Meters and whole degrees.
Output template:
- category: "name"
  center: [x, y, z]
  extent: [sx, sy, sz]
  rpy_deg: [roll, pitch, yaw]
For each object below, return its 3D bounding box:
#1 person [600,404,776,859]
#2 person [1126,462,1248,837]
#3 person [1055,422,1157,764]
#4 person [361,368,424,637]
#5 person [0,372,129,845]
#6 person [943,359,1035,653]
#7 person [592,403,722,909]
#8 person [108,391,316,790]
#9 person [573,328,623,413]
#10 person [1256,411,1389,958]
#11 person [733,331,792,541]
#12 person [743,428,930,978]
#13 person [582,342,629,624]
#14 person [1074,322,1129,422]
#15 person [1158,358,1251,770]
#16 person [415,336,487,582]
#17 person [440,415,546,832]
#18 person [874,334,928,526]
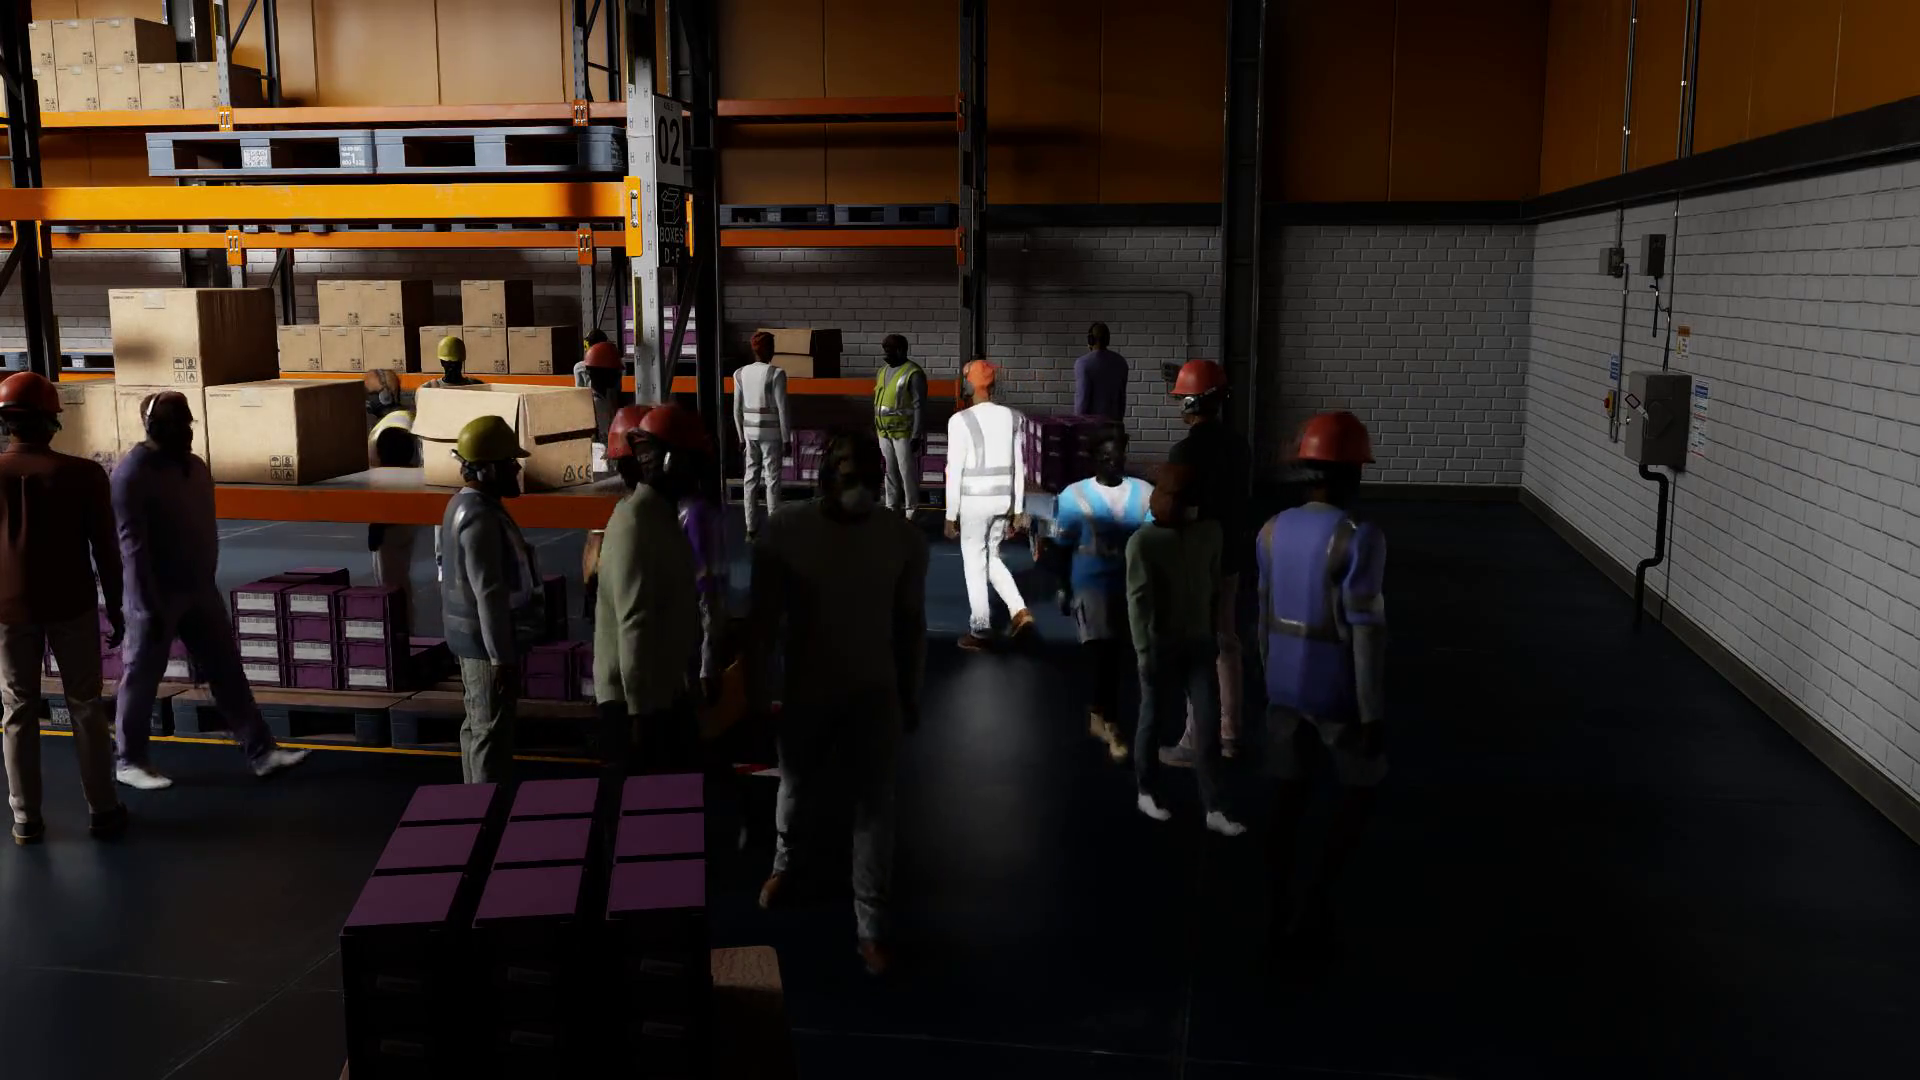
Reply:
- category: "person"
  center: [-1.096, 0.422, 6.471]
  extent: [0.562, 1.916, 0.639]
  rpy_deg: [7, 11, 36]
- category: "person"
  center: [0.963, 0.472, 7.102]
  extent: [0.512, 1.602, 0.722]
  rpy_deg: [-4, 10, -22]
- category: "person"
  center: [0.788, 0.259, 8.232]
  extent: [0.539, 1.664, 0.744]
  rpy_deg: [-4, 10, -23]
- category: "person"
  center: [-3.470, -0.132, 10.159]
  extent: [0.438, 1.831, 0.663]
  rpy_deg: [-3, 10, -20]
- category: "person"
  center: [-3.878, 0.288, 7.048]
  extent: [0.622, 1.990, 0.394]
  rpy_deg: [-4, 10, -22]
- category: "person"
  center: [0.174, -0.199, 10.463]
  extent: [0.583, 1.869, 0.467]
  rpy_deg: [-8, 12, -41]
- category: "person"
  center: [-1.047, 0.532, 5.634]
  extent: [0.453, 1.965, 0.798]
  rpy_deg: [1, 9, 4]
- category: "person"
  center: [-3.540, 0.255, 7.668]
  extent: [0.942, 1.859, 0.660]
  rpy_deg: [2, 9, 15]
- category: "person"
  center: [-3.550, -1.140, 16.336]
  extent: [0.503, 1.861, 0.328]
  rpy_deg: [-6, 11, -33]
- category: "person"
  center: [1.265, 0.521, 5.794]
  extent: [0.465, 1.927, 0.598]
  rpy_deg: [-6, 11, -35]
- category: "person"
  center: [-1.747, -0.915, 14.848]
  extent: [0.572, 1.883, 0.354]
  rpy_deg: [5, 10, 29]
- category: "person"
  center: [-0.455, 0.519, 5.992]
  extent: [0.663, 1.893, 0.940]
  rpy_deg: [-2, 9, -11]
- category: "person"
  center: [-2.444, -0.391, 11.437]
  extent: [0.377, 1.932, 0.552]
  rpy_deg: [-3, 10, -18]
- category: "person"
  center: [1.321, -1.107, 15.867]
  extent: [0.638, 1.938, 0.356]
  rpy_deg: [-7, 12, -37]
- category: "person"
  center: [1.175, 0.116, 8.108]
  extent: [0.396, 1.992, 0.623]
  rpy_deg: [8, 12, 40]
- category: "person"
  center: [-3.909, -0.622, 12.941]
  extent: [0.581, 1.919, 0.395]
  rpy_deg: [-5, 11, -29]
- category: "person"
  center: [-1.895, 0.408, 6.791]
  extent: [0.403, 1.835, 0.586]
  rpy_deg: [-4, 10, -23]
- category: "person"
  center: [-0.581, -0.985, 15.411]
  extent: [0.429, 1.841, 0.634]
  rpy_deg: [-8, 12, -41]
